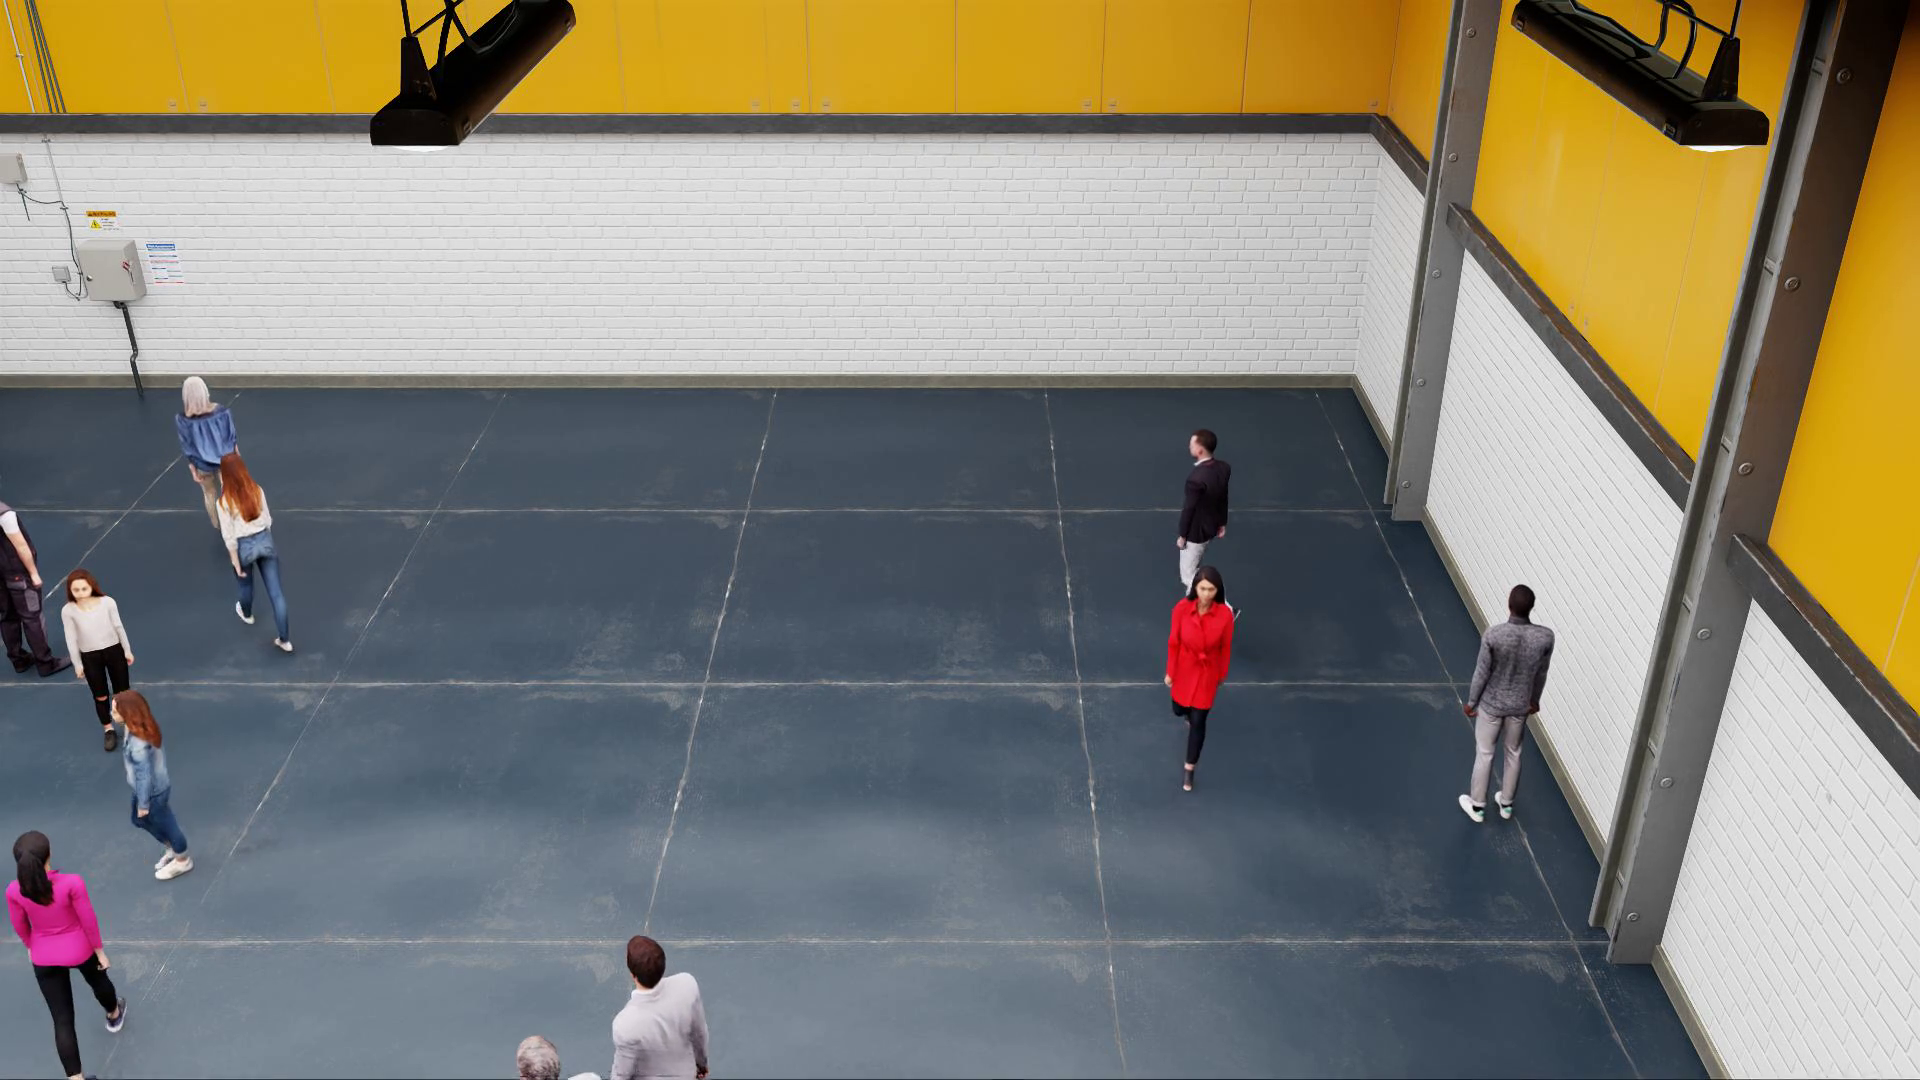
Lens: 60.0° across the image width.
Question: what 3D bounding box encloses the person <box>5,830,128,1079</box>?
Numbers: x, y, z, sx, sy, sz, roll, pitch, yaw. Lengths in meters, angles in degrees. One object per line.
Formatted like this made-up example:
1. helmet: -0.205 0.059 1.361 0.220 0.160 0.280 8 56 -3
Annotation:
1. person: -5.038 2.406 9.328 0.797 1.653 1.173 -8 30 -14

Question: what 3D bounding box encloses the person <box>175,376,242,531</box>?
1. person: -6.636 -0.614 14.870 0.927 1.648 1.200 -12 31 -20

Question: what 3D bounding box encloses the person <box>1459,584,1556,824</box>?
1. person: 3.761 1.129 11.478 0.706 1.836 0.560 -2 29 -4

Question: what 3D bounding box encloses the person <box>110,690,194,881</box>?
1. person: -5.270 1.603 10.991 0.735 1.470 0.634 -15 32 -26

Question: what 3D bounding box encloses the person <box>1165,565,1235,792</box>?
1. person: 1.693 0.925 11.966 0.761 1.728 1.050 6 29 11

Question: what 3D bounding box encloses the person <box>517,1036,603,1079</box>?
1. person: -1.807 3.112 7.884 1.168 1.797 1.283 -21 35 -34

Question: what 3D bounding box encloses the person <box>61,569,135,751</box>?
1. person: -6.368 0.857 12.345 0.617 1.483 0.638 -18 34 -30

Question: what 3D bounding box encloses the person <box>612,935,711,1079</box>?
1. person: -1.448 2.789 8.428 0.866 1.843 0.791 23 36 36

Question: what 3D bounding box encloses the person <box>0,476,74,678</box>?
1. person: -7.502 0.226 13.121 0.728 1.848 0.706 10 30 18

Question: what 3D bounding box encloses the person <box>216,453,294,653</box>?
1. person: -5.674 0.135 13.453 1.024 1.690 1.139 -21 35 -34

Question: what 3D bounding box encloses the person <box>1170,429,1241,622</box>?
1. person: 2.029 -0.022 13.610 1.074 1.815 1.037 25 37 38
